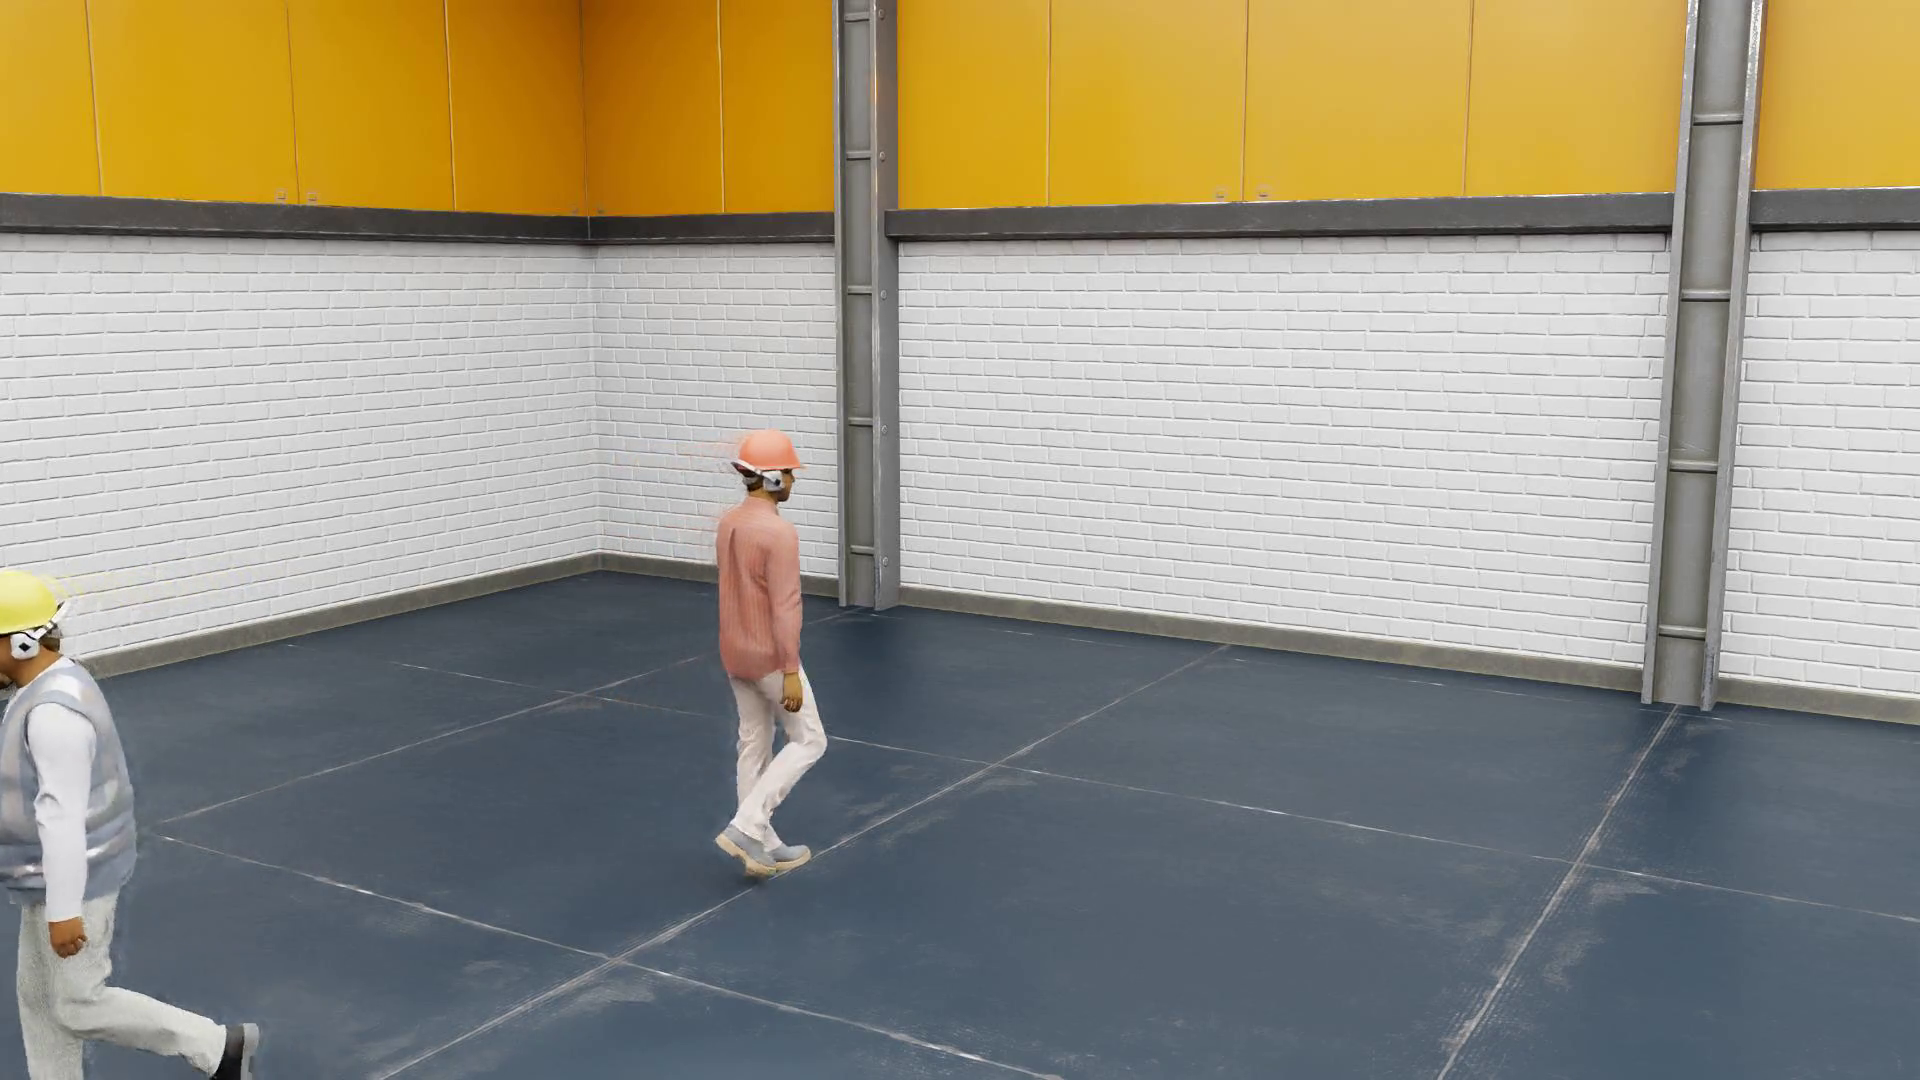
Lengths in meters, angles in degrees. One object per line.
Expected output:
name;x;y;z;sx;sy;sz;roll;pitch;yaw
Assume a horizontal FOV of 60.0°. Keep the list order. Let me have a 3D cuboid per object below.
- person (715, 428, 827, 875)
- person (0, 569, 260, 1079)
person;-0.837;0.505;7.243;0.430;1.981;0.643;-6;11;-35
person;-2.556;0.967;4.942;0.707;1.804;0.622;-6;11;-31
